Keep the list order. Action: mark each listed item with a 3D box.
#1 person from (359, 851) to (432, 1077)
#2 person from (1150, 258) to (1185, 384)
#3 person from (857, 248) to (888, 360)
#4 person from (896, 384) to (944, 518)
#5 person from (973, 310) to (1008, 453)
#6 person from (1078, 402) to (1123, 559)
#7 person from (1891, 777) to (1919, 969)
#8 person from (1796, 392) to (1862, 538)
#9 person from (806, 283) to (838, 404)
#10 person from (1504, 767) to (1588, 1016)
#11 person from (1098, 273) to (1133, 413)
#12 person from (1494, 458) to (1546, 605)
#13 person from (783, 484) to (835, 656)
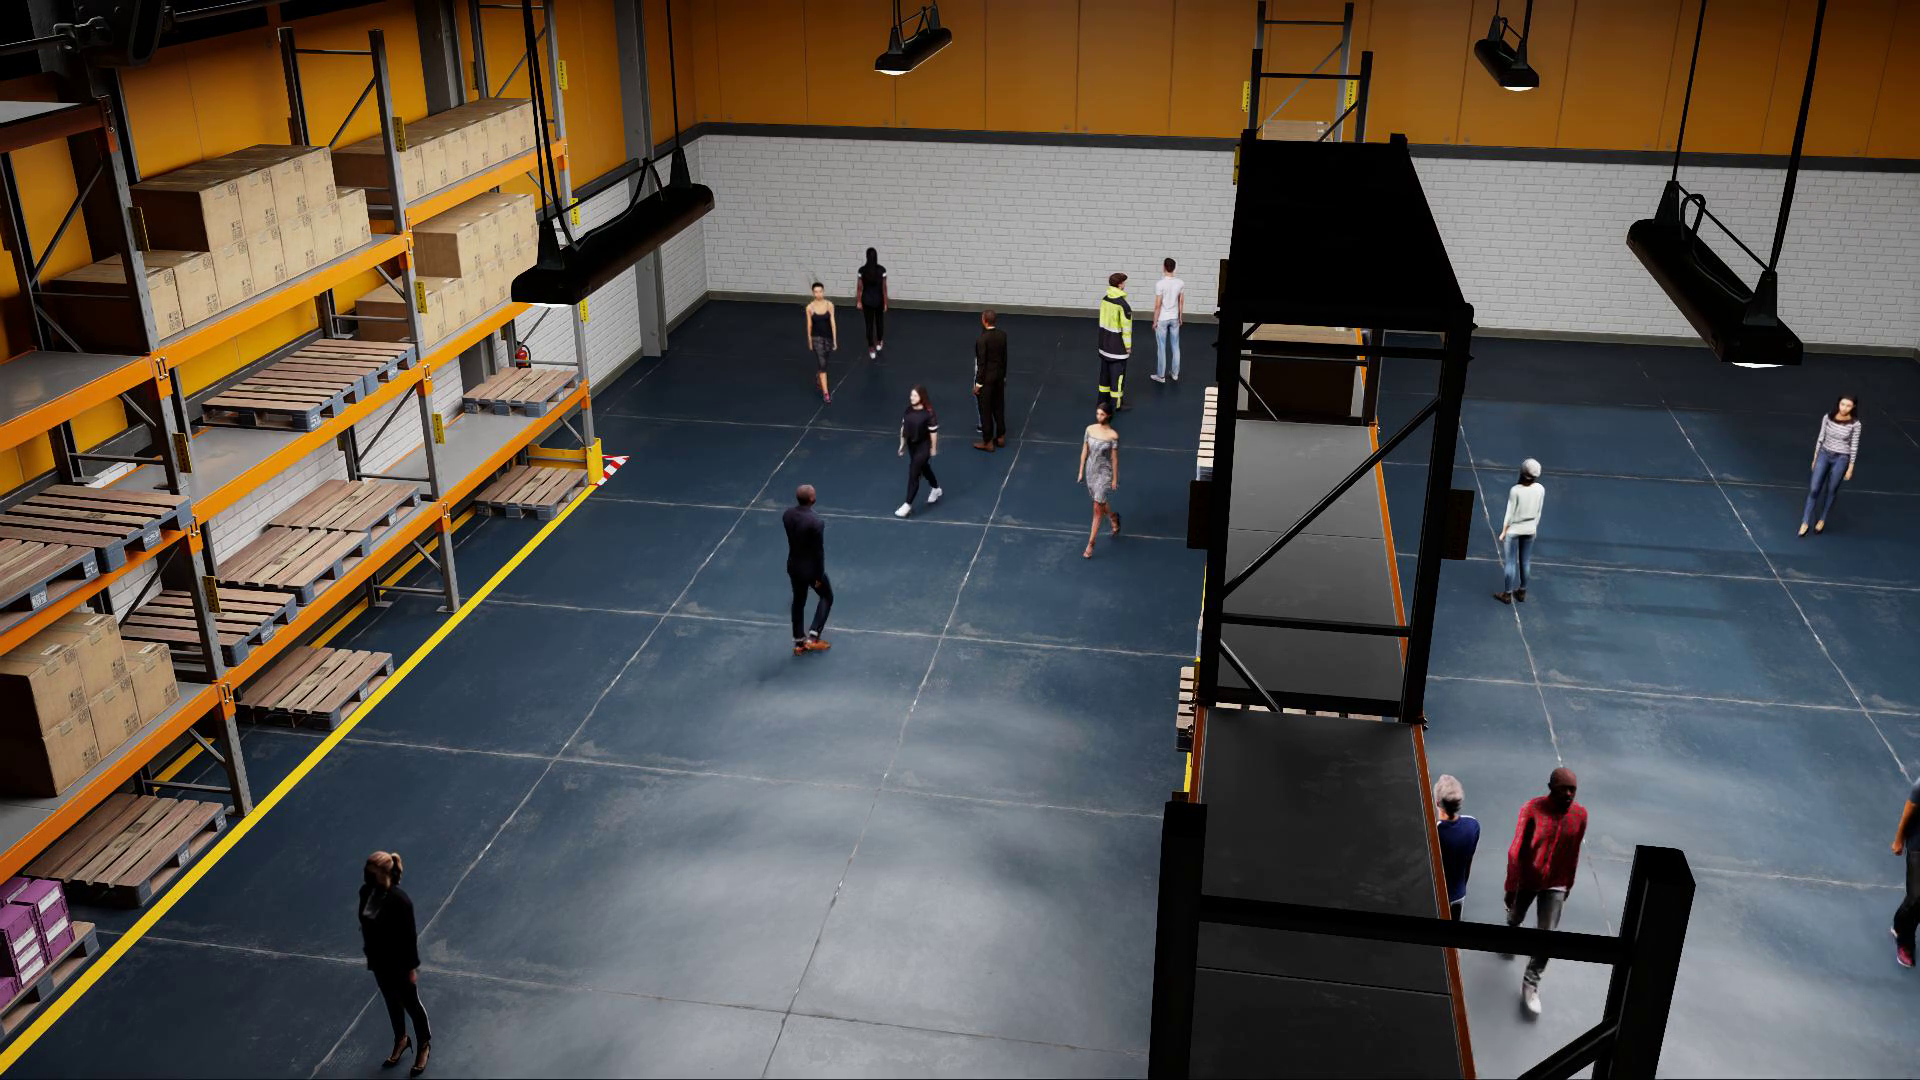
[{"bbox_3d":[-3.752,2.796,11.043,0.665,1.707,0.636,11,26,24],"label":"person"},{"bbox_3d":[3.090,-3.280,24.766,0.732,1.850,0.750,-11,26,-24],"label":"person"},{"bbox_3d":[-1.361,-3.655,25.807,0.769,1.702,1.055,-1,24,-1],"label":"person"},{"bbox_3d":[-0.447,-1.124,20.153,0.948,1.594,1.204,16,28,33],"label":"person"},{"bbox_3d":[0.405,-2.126,22.058,0.769,1.904,0.852,-20,30,-38],"label":"person"},{"bbox_3d":[1.635,-0.722,18.988,0.923,1.791,1.150,17,29,34],"label":"person"},{"bbox_3d":[7.132,2.220,12.251,0.706,1.796,0.767,2,24,4],"label":"person"},{"bbox_3d":[10.206,-0.893,19.402,0.877,1.773,0.990,20,31,39],"label":"person"},{"bbox_3d":[-2.011,-2.892,24.098,0.968,1.674,1.237,-8,25,-18],"label":"person"},{"bbox_3d":[4.126,2.370,11.905,0.671,1.798,1.186,5,24,12],"label":"person"},{"bbox_3d":[2.191,-2.820,23.546,0.921,1.983,0.850,-14,27,-30],"label":"person"},{"bbox_3d":[5.993,-0.111,17.773,0.637,1.644,0.625,-5,24,-12],"label":"person"},{"bbox_3d":[-1.591,0.327,16.567,0.807,1.806,0.825,17,29,34],"label":"person"}]
